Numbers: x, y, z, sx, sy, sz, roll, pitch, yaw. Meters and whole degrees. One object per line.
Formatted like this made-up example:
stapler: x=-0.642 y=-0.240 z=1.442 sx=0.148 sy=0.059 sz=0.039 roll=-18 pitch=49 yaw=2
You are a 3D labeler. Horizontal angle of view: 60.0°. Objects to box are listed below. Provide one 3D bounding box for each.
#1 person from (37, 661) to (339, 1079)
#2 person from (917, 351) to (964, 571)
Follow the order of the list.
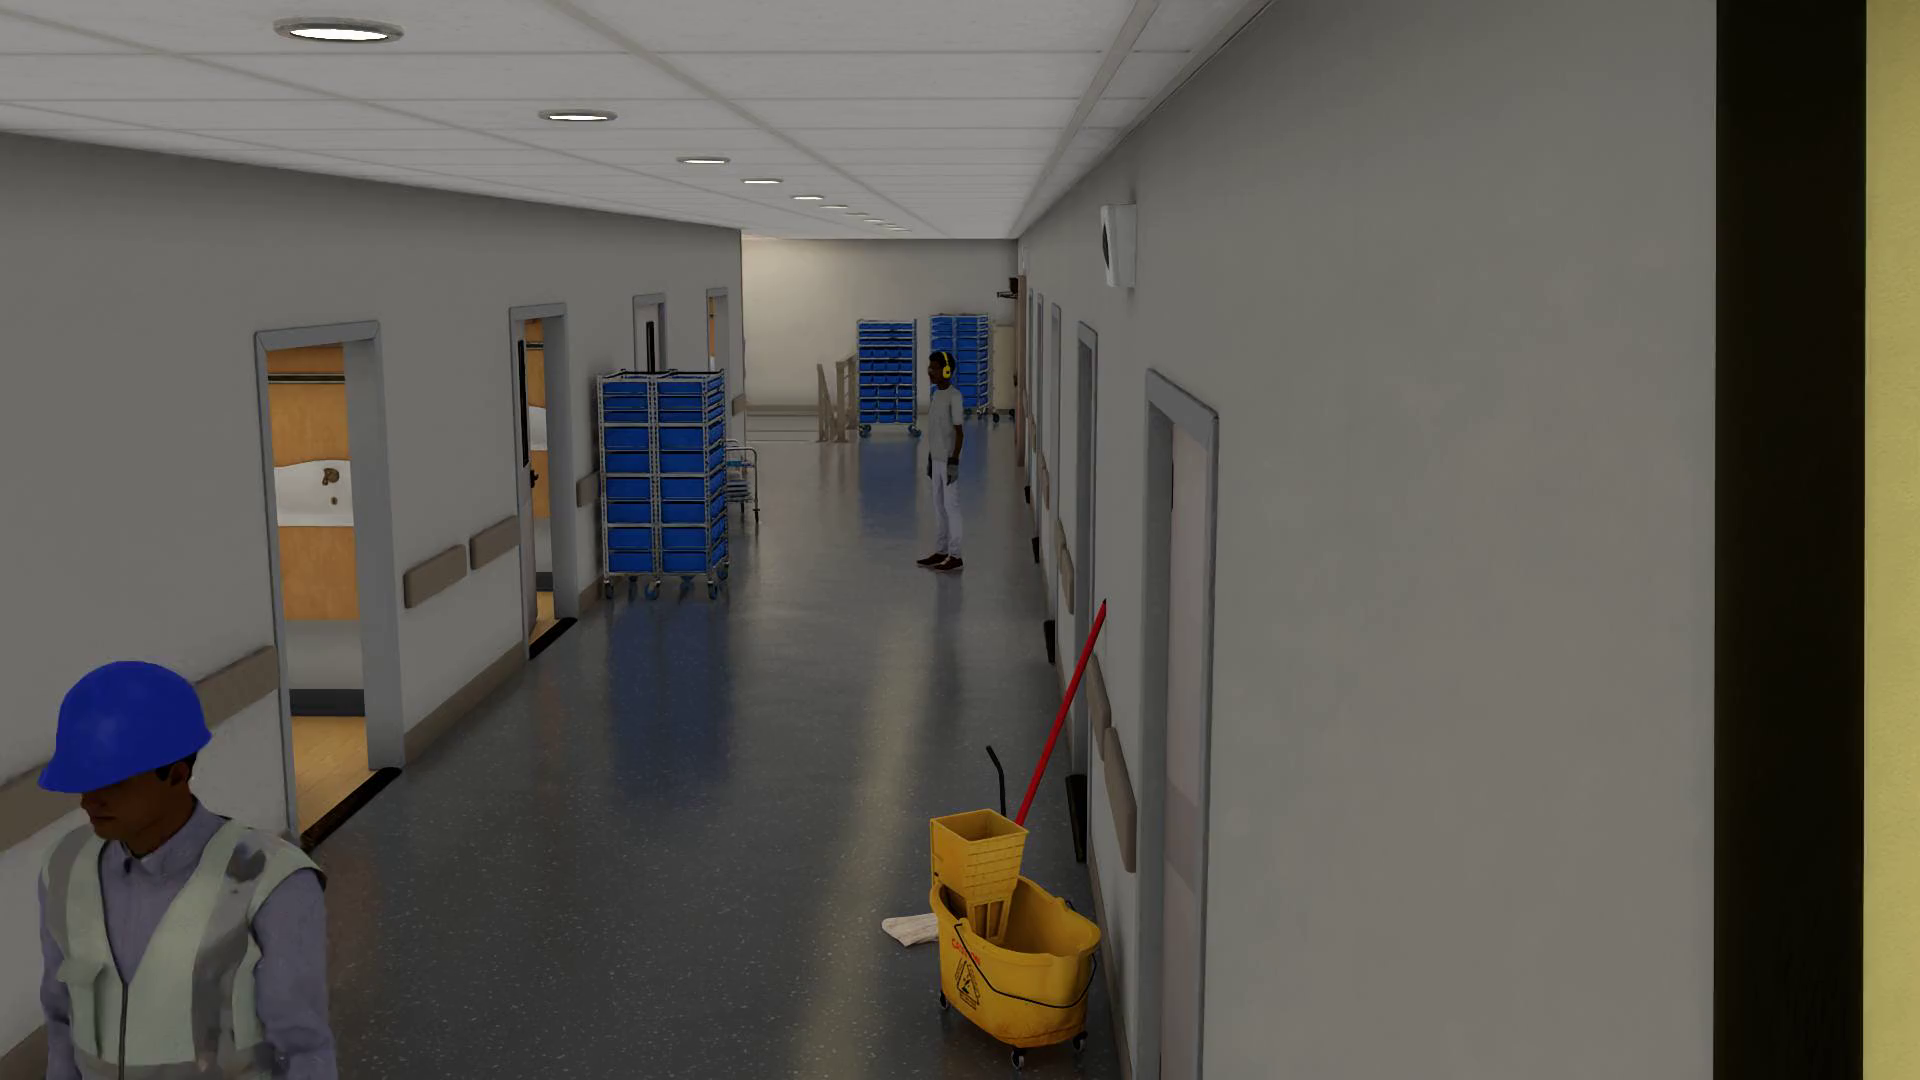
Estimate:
person: x=-1.431 y=1.136 z=3.233 sx=0.610 sy=1.927 sz=0.648 roll=3 pitch=10 yaw=15
person: x=-0.150 y=-0.676 z=14.230 sx=0.328 sy=1.872 sz=0.515 roll=-5 pitch=11 yaw=-27
